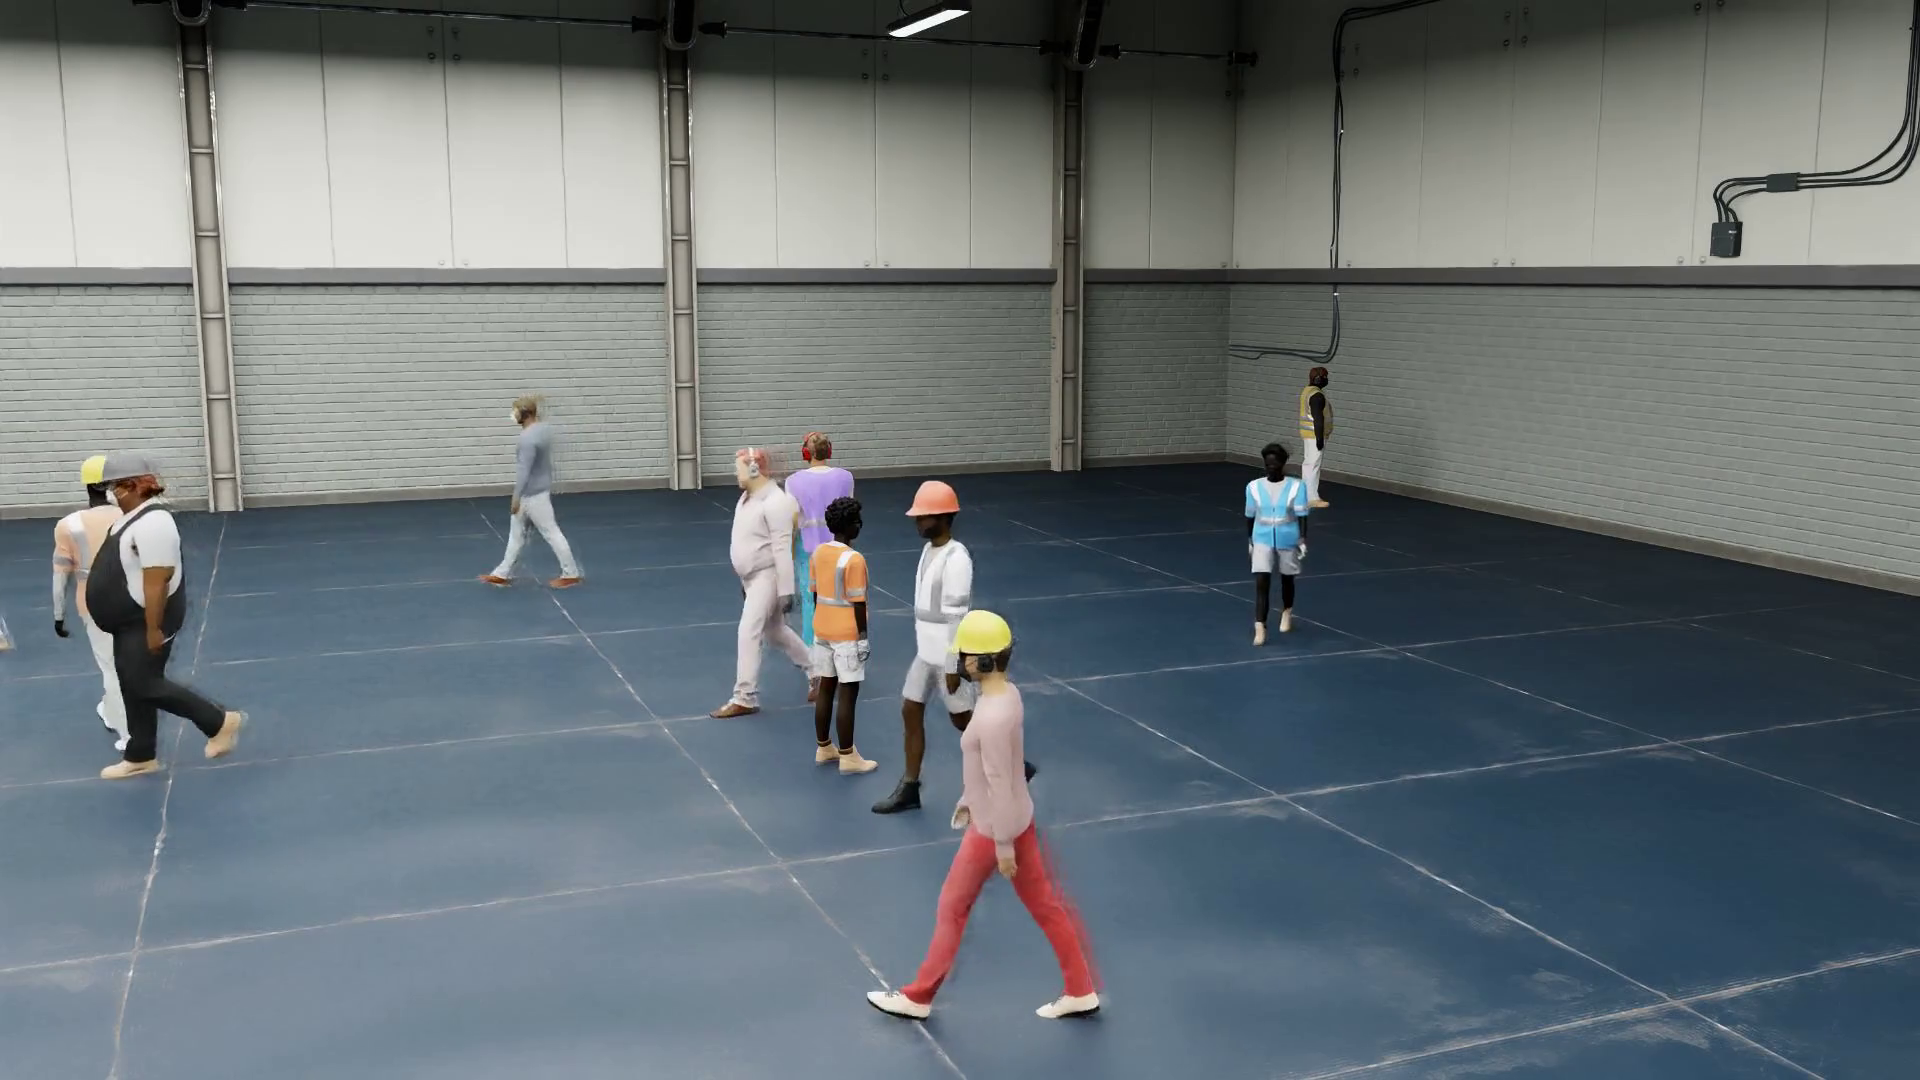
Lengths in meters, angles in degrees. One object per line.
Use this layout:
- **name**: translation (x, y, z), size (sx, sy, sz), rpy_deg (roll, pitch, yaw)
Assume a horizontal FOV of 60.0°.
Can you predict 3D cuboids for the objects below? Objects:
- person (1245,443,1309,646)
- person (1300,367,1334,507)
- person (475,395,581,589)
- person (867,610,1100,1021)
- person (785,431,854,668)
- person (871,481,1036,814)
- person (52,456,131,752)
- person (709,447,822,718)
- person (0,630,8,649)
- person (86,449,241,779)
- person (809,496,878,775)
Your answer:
- **person**: translation (2.642, 0.007, 13.862), size (0.534, 1.660, 0.846), rpy_deg (3, 9, 17)
- **person**: translation (4.684, -1.356, 21.852), size (0.429, 1.842, 0.634), rpy_deg (0, 9, 0)
- **person**: translation (-4.149, -0.444, 15.996), size (1.012, 1.884, 0.651), rpy_deg (-1, 9, -9)
- **person**: translation (0.130, 1.125, 6.687), size (0.950, 1.715, 0.525), rpy_deg (2, 9, 12)
- **person**: translation (-1.074, 0.084, 12.786), size (0.565, 1.849, 0.390), rpy_deg (-5, 10, -29)
- **person**: translation (-0.019, 0.604, 9.381), size (0.905, 1.909, 0.551), rpy_deg (-4, 10, -21)
- **person**: translation (-5.514, 0.397, 10.730), size (0.609, 1.870, 0.974), rpy_deg (-9, 13, -43)
- **person**: translation (-1.313, 0.271, 11.592), size (0.922, 1.868, 0.658), rpy_deg (-4, 10, -26)
- **person**: translation (-8.133, 0.031, 13.206), size (1.001, 1.831, 0.574), rpy_deg (0, 9, -1)
- **person**: translation (-4.880, 0.423, 10.060), size (0.713, 2.000, 0.695), rpy_deg (-6, 11, -34)
- **person**: translation (-0.719, 0.577, 10.171), size (0.317, 1.695, 0.540), rpy_deg (-7, 11, -36)
